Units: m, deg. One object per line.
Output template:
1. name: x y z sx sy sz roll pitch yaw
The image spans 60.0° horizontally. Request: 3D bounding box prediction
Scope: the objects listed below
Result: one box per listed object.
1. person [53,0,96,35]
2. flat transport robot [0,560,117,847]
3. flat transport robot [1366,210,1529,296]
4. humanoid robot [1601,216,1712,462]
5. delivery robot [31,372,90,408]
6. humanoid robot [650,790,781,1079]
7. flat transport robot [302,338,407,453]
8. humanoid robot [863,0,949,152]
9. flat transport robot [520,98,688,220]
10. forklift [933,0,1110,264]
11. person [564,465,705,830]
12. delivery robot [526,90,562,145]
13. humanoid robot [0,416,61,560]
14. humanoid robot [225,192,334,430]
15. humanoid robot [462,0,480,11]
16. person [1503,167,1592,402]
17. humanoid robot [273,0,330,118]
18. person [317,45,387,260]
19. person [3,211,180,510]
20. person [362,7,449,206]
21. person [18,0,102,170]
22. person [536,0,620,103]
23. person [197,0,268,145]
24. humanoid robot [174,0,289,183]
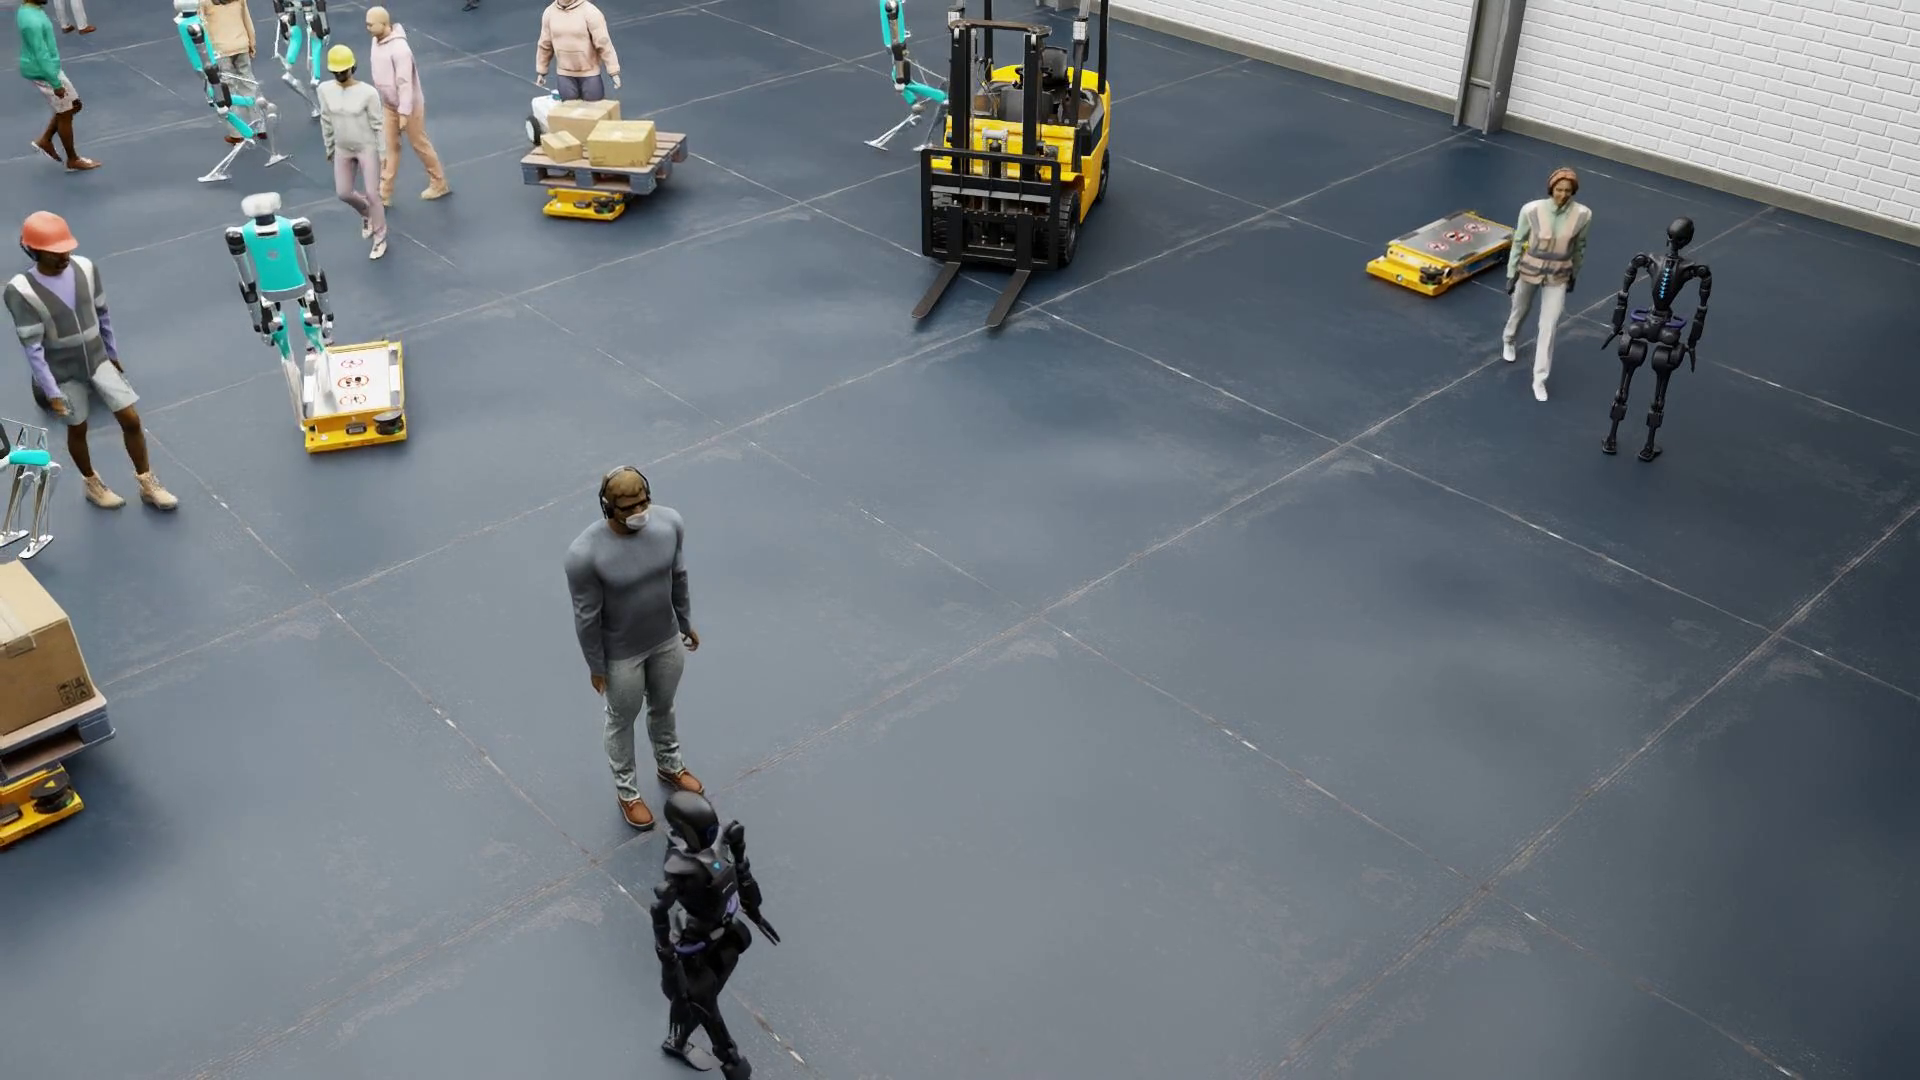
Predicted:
1. person: -10.368 -6.656 19.142 0.479 1.640 0.338 2 33 3
2. flat transport robot: -5.066 1.114 8.461 0.659 0.231 1.431 -28 42 -36
3. flat transport robot: 4.093 -2.405 13.870 1.431 0.231 0.659 -26 41 -34
4. humanoid robot: 4.541 -1.327 10.908 0.599 1.657 0.315 17 37 25
5. delivery robot: -6.376 -1.331 11.949 0.499 0.587 0.767 -10 34 -15
6. humanoid robot: -0.939 1.592 6.472 0.775 1.629 0.601 18 37 25
7. flat transport robot: -4.295 -1.063 11.807 0.659 0.231 1.431 -9 34 -14
8. humanoid robot: -0.445 -4.409 15.596 0.957 1.753 0.543 -3 33 -5
9. flat transport robot: -3.215 -3.284 15.221 0.659 0.231 1.431 7 34 11
10. forklift: 0.570 -3.725 14.138 1.214 2.155 2.313 9 34 13
11. person: -1.515 0.488 7.894 0.627 1.940 0.374 -28 42 -36
12. delivery robot: -3.895 -4.078 16.189 0.499 0.605 0.781 -19 37 -26
13. humanoid robot: -5.679 -0.697 9.777 0.533 1.675 0.735 13 35 19
14. humanoid robot: -4.495 -1.544 11.206 0.539 1.799 0.682 -10 34 -15
15. humanoid robot: -5.945 -7.315 20.139 0.616 1.634 0.656 17 37 24
16. person: 4.150 -1.889 11.851 0.517 1.604 0.821 7 34 10
17. humanoid robot: -6.599 -4.991 16.565 0.561 1.845 0.776 3 33 4
18. person: -4.993 -3.225 13.760 0.557 1.750 0.499 2 33 3
19. person: -5.330 -1.034 10.165 0.800 2.013 0.628 20 38 27
20. person: -5.001 -3.796 14.659 0.567 1.744 0.829 24 40 32
21. person: -8.403 -4.276 15.313 0.489 1.829 0.528 -13 35 -20
22. person: -3.520 -4.336 15.387 0.818 1.854 0.434 5 33 8
23. person: -7.038 -4.753 16.019 0.416 1.867 0.566 23 40 31
24. humanoid robot: -6.581 -4.120 15.206 1.034 1.766 0.534 -20 38 -28
